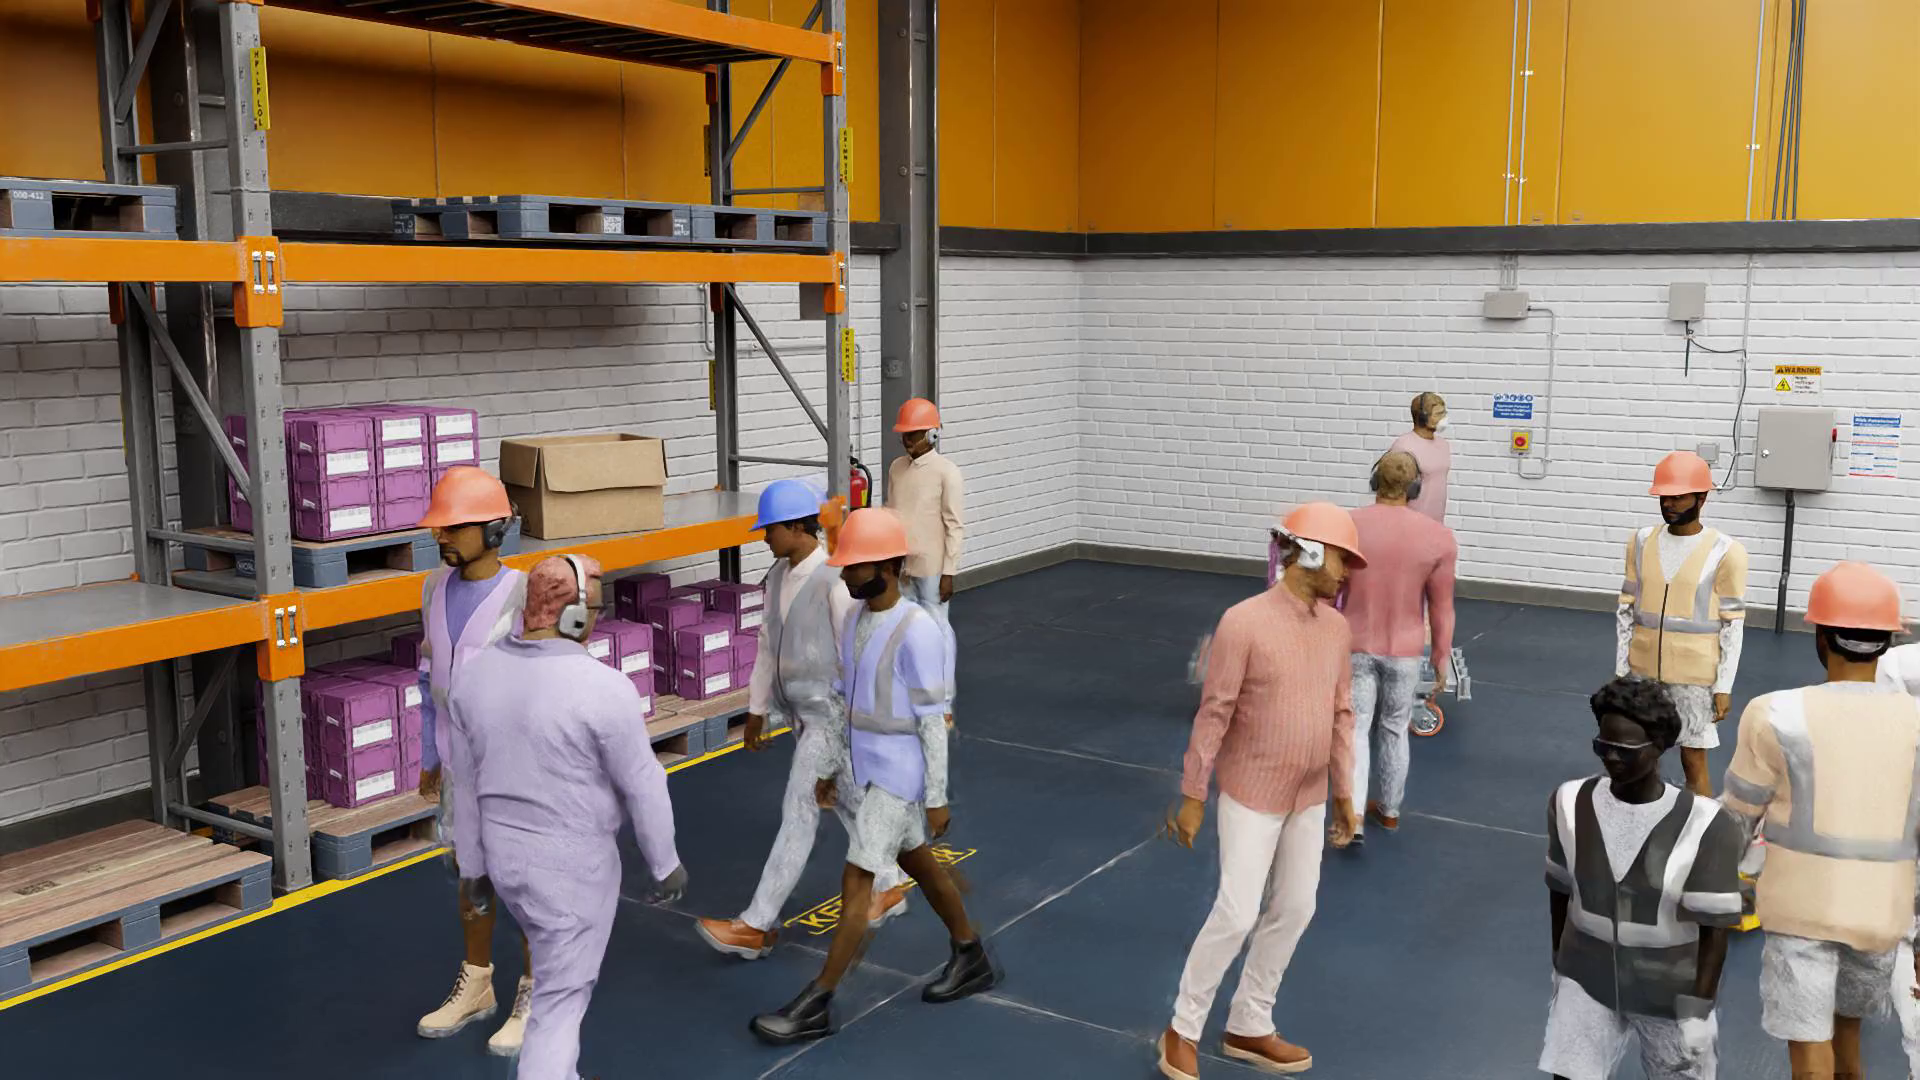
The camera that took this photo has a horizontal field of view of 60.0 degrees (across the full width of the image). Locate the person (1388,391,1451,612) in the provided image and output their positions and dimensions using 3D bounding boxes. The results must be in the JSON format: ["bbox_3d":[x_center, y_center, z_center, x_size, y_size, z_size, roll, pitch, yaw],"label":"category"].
[{"bbox_3d":[3.130,-0.041,11.313,0.636,1.938,0.358,-8,12,-44],"label":"person"}]

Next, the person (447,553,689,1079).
[{"bbox_3d":[-1.141,0.960,5.012,0.652,1.874,0.738,5,10,30],"label":"person"}]

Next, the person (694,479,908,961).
[{"bbox_3d":[-0.629,0.701,6.671,1.026,1.879,0.629,-6,11,-35],"label":"person"}]

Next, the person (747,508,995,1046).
[{"bbox_3d":[-0.281,0.814,5.950,1.013,1.883,0.568,-5,10,-28],"label":"person"}]

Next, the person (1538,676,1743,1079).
[{"bbox_3d":[1.780,1.167,4.393,0.535,1.652,0.857,7,11,40],"label":"person"}]

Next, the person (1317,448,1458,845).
[{"bbox_3d":[1.987,0.511,7.857,0.668,1.919,0.676,2,9,11],"label":"person"}]

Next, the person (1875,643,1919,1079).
[{"bbox_3d":[3.075,0.955,5.090,0.592,1.871,0.595,2,9,11],"label":"person"}]

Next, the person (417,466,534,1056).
[{"bbox_3d":[-1.648,0.761,5.759,0.606,2.045,0.389,5,10,30],"label":"person"}]

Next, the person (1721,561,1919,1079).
[{"bbox_3d":[2.389,1.000,4.650,0.569,1.896,0.881,1,9,8],"label":"person"}]

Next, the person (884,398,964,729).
[{"bbox_3d":[-0.240,0.151,9.885,0.611,1.995,0.377,8,12,43],"label":"person"}]

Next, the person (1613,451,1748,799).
[{"bbox_3d":[3.137,0.573,7.329,0.358,1.937,0.549,-8,12,-42],"label":"person"}]

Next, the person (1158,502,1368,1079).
[{"bbox_3d":[1.023,0.844,5.580,0.754,1.931,0.399,-6,11,-34],"label":"person"}]
